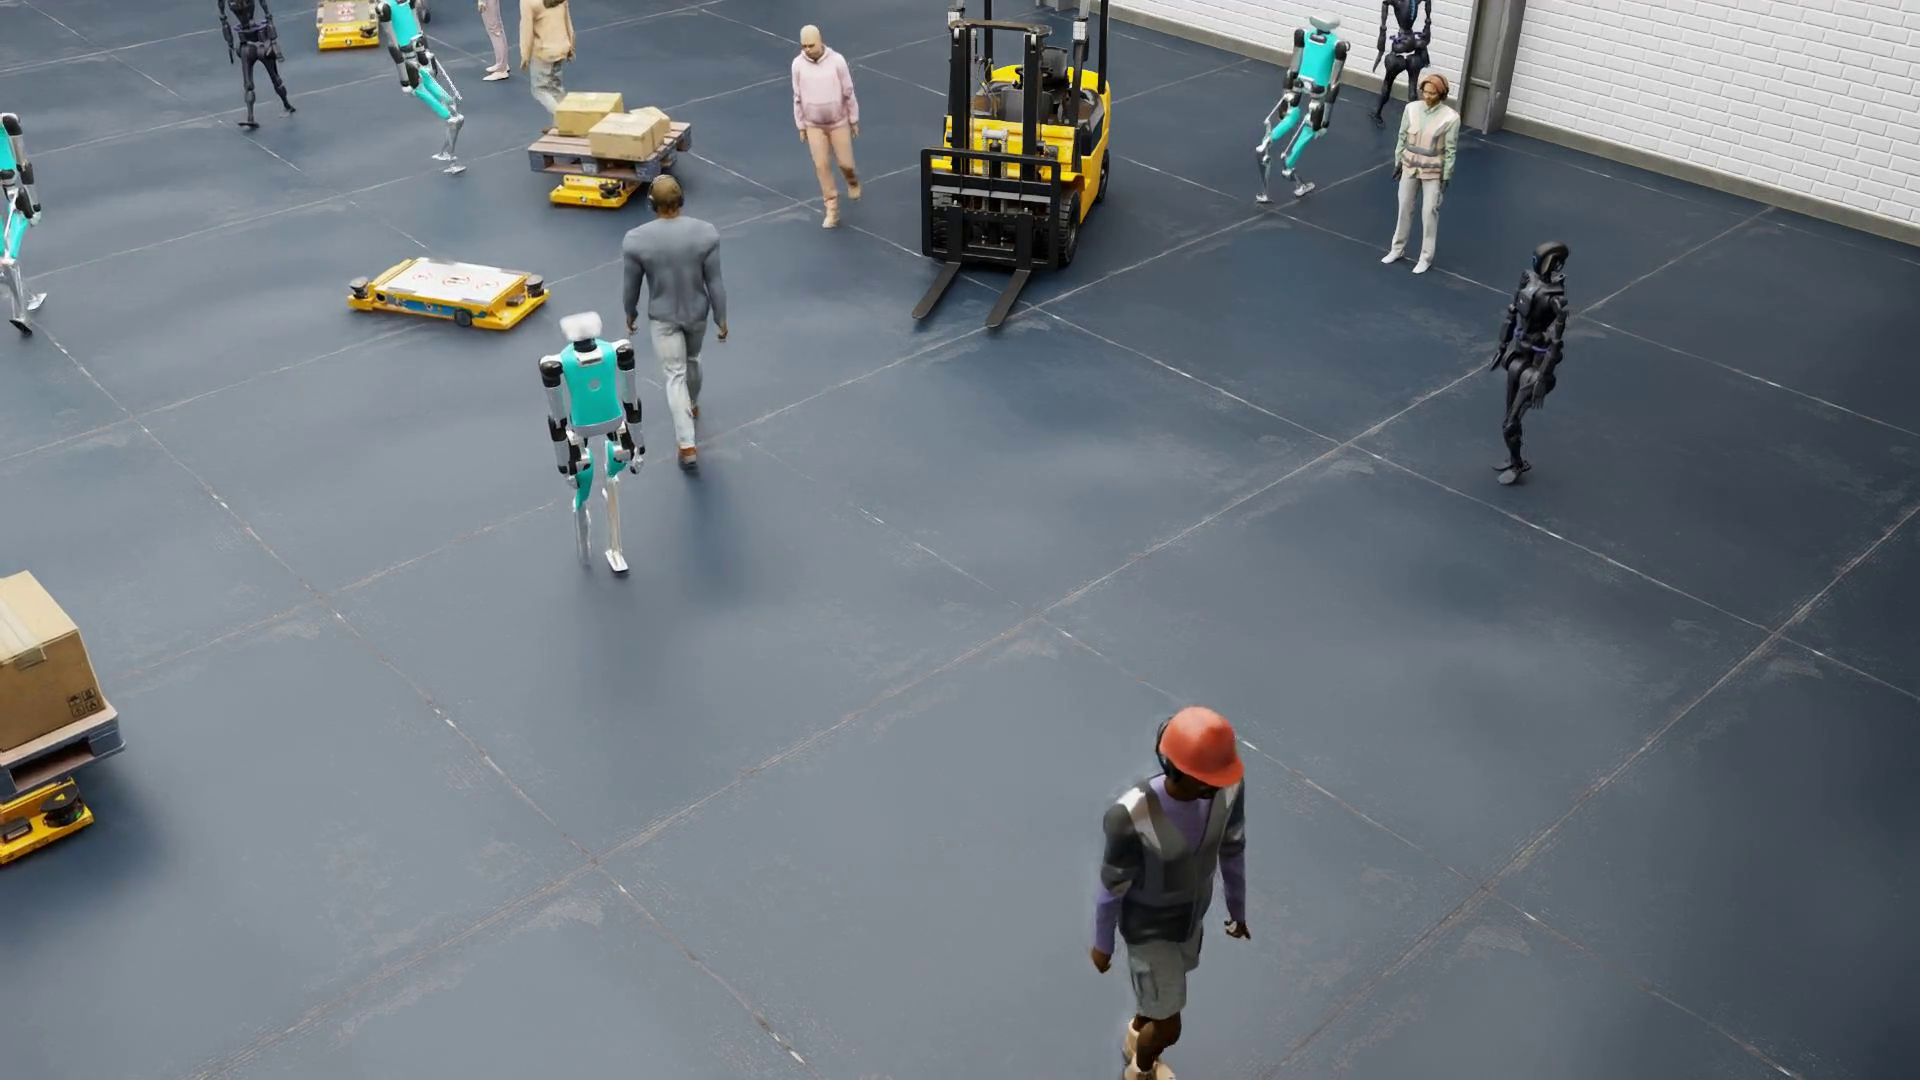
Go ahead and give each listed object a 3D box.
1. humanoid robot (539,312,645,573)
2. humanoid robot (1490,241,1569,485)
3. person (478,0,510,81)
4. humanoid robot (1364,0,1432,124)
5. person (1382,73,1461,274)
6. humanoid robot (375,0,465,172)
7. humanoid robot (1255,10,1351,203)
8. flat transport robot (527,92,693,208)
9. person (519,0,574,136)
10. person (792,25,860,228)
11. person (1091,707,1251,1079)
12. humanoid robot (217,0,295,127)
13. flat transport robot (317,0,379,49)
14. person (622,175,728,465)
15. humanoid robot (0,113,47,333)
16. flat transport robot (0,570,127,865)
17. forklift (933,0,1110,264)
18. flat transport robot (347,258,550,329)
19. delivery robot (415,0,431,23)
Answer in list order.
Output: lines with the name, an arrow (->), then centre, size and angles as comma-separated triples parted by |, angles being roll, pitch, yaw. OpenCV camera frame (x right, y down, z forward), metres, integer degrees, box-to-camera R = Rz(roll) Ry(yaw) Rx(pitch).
humanoid robot -> -2.152, -0.529, 9.739 | 0.541, 1.905, 0.714 | -15, 36, -21
humanoid robot -> 3.638, -1.149, 10.648 | 0.368, 1.643, 0.583 | -10, 34, -15
person -> -5.071, -5.801, 17.721 | 0.326, 1.763, 0.523 | -3, 33, -4
humanoid robot -> 4.335, -4.810, 16.296 | 0.589, 1.623, 0.732 | -10, 34, -14
person -> 3.758, -2.981, 13.504 | 0.519, 1.631, 0.312 | 27, 42, 35
humanoid robot -> -4.878, -4.309, 15.469 | 0.820, 1.788, 0.530 | 8, 34, 12
humanoid robot -> 2.909, -3.661, 14.506 | 0.578, 1.760, 1.074 | 27, 42, 35
flat transport robot -> -3.219, -3.455, 15.483 | 0.659, 0.231, 1.431 | 7, 34, 11
person -> -3.929, -4.698, 15.936 | 0.635, 1.855, 0.576 | 17, 37, 24
person -> -1.141, -3.615, 14.372 | 0.554, 1.746, 0.601 | 2, 33, 4
person -> 0.839, 1.459, 6.325 | 0.631, 2.018, 0.639 | -21, 38, -28
humanoid robot -> -7.020, -4.936, 16.512 | 0.606, 1.627, 0.771 | 6, 34, 9
flat transport robot -> -7.171, -6.066, 19.496 | 0.659, 0.231, 1.431 | -9, 34, -14
person -> -1.864, -1.464, 10.968 | 0.656, 1.889, 1.070 | -10, 34, -15
humanoid robot -> -7.307, -2.420, 12.552 | 0.540, 1.762, 0.965 | -5, 33, -7
flat transport robot -> -4.973, 1.166, 8.381 | 0.659, 0.231, 1.431 | -28, 42, -36
forklift -> 0.570, -3.725, 14.138 | 1.214, 2.155, 2.313 | 9, 34, 13
flat transport robot -> -4.056, -1.963, 13.190 | 1.431, 0.231, 0.659 | 10, 34, 15
delivery robot -> -6.675, -6.450, 19.817 | 0.499, 0.586, 0.773 | -19, 38, -26
